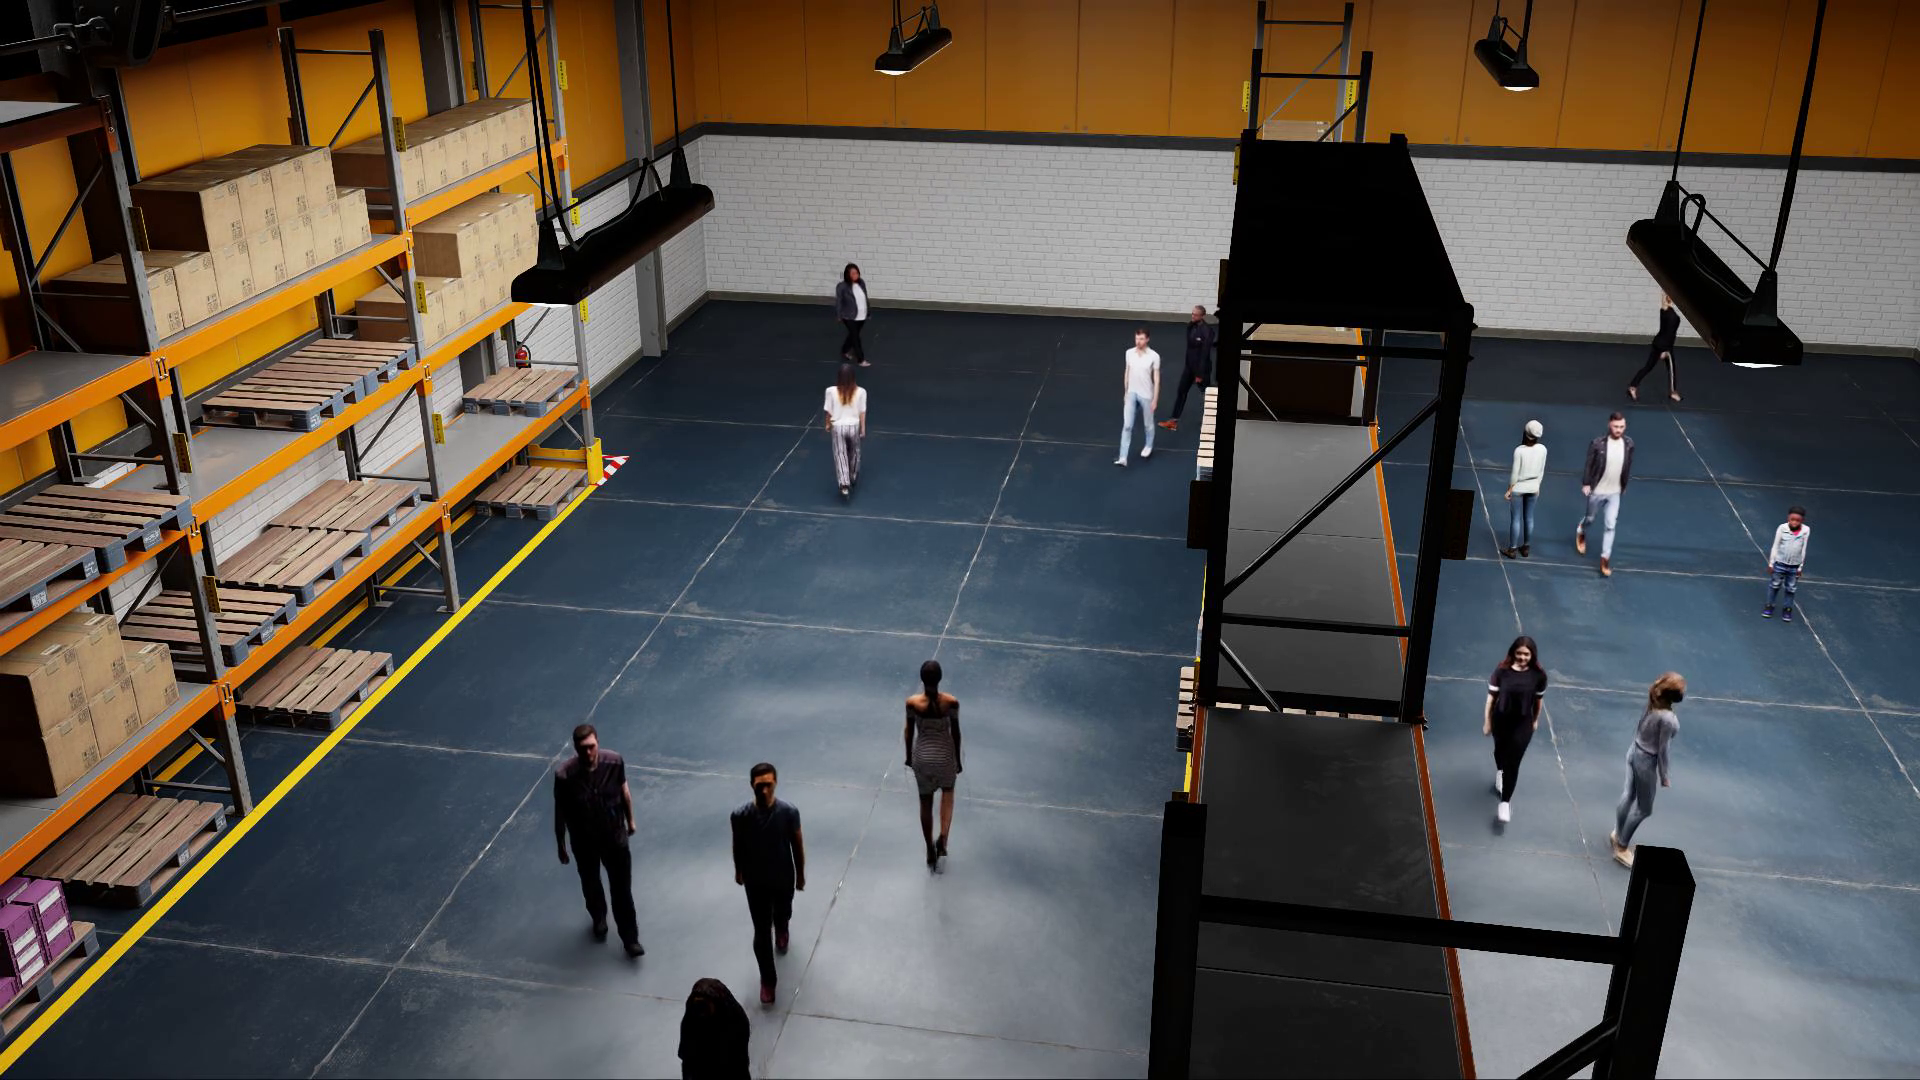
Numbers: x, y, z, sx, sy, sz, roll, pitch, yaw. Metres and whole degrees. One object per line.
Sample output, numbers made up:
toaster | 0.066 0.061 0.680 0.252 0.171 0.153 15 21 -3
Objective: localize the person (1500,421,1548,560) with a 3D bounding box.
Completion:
person | 6.404 -0.586 18.860 0.635 1.643 0.617 -5 24 -11

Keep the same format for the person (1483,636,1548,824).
person | 4.679 1.513 14.124 0.693 1.591 1.120 7 25 16

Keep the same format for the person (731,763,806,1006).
person | -1.366 2.355 11.963 0.866 1.779 1.206 -3 24 -6

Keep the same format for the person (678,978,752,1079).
person | -1.439 3.285 10.086 0.697 1.577 1.133 7 25 16

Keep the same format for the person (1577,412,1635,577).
person | 7.202 -0.588 18.650 0.761 1.815 1.160 2 24 4

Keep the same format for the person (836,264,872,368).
person | -1.676 -3.463 25.542 1.063 1.563 1.102 20 31 38

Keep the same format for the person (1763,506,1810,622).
person | 8.713 0.221 17.495 0.523 1.258 0.543 10 26 22

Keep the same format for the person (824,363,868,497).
person | -1.421 -1.334 20.573 0.883 1.642 1.181 -2 24 -5

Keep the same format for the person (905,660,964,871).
person | -0.212 1.821 13.144 0.656 1.812 0.626 1 24 2

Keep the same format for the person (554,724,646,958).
person | -2.722 2.144 12.390 1.046 1.823 1.150 -9 25 -20

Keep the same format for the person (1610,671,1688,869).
person | 5.465 1.759 13.341 0.814 1.766 0.485 -4 24 -8

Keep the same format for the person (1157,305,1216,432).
person | 3.321 -2.314 22.657 1.197 1.767 1.202 -12 26 -25

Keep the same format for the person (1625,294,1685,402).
person | 9.938 -2.731 23.748 0.856 1.658 1.071 -2 24 -4

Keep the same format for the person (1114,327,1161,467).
person | 2.391 -1.867 21.605 0.925 1.793 1.285 12 26 25
